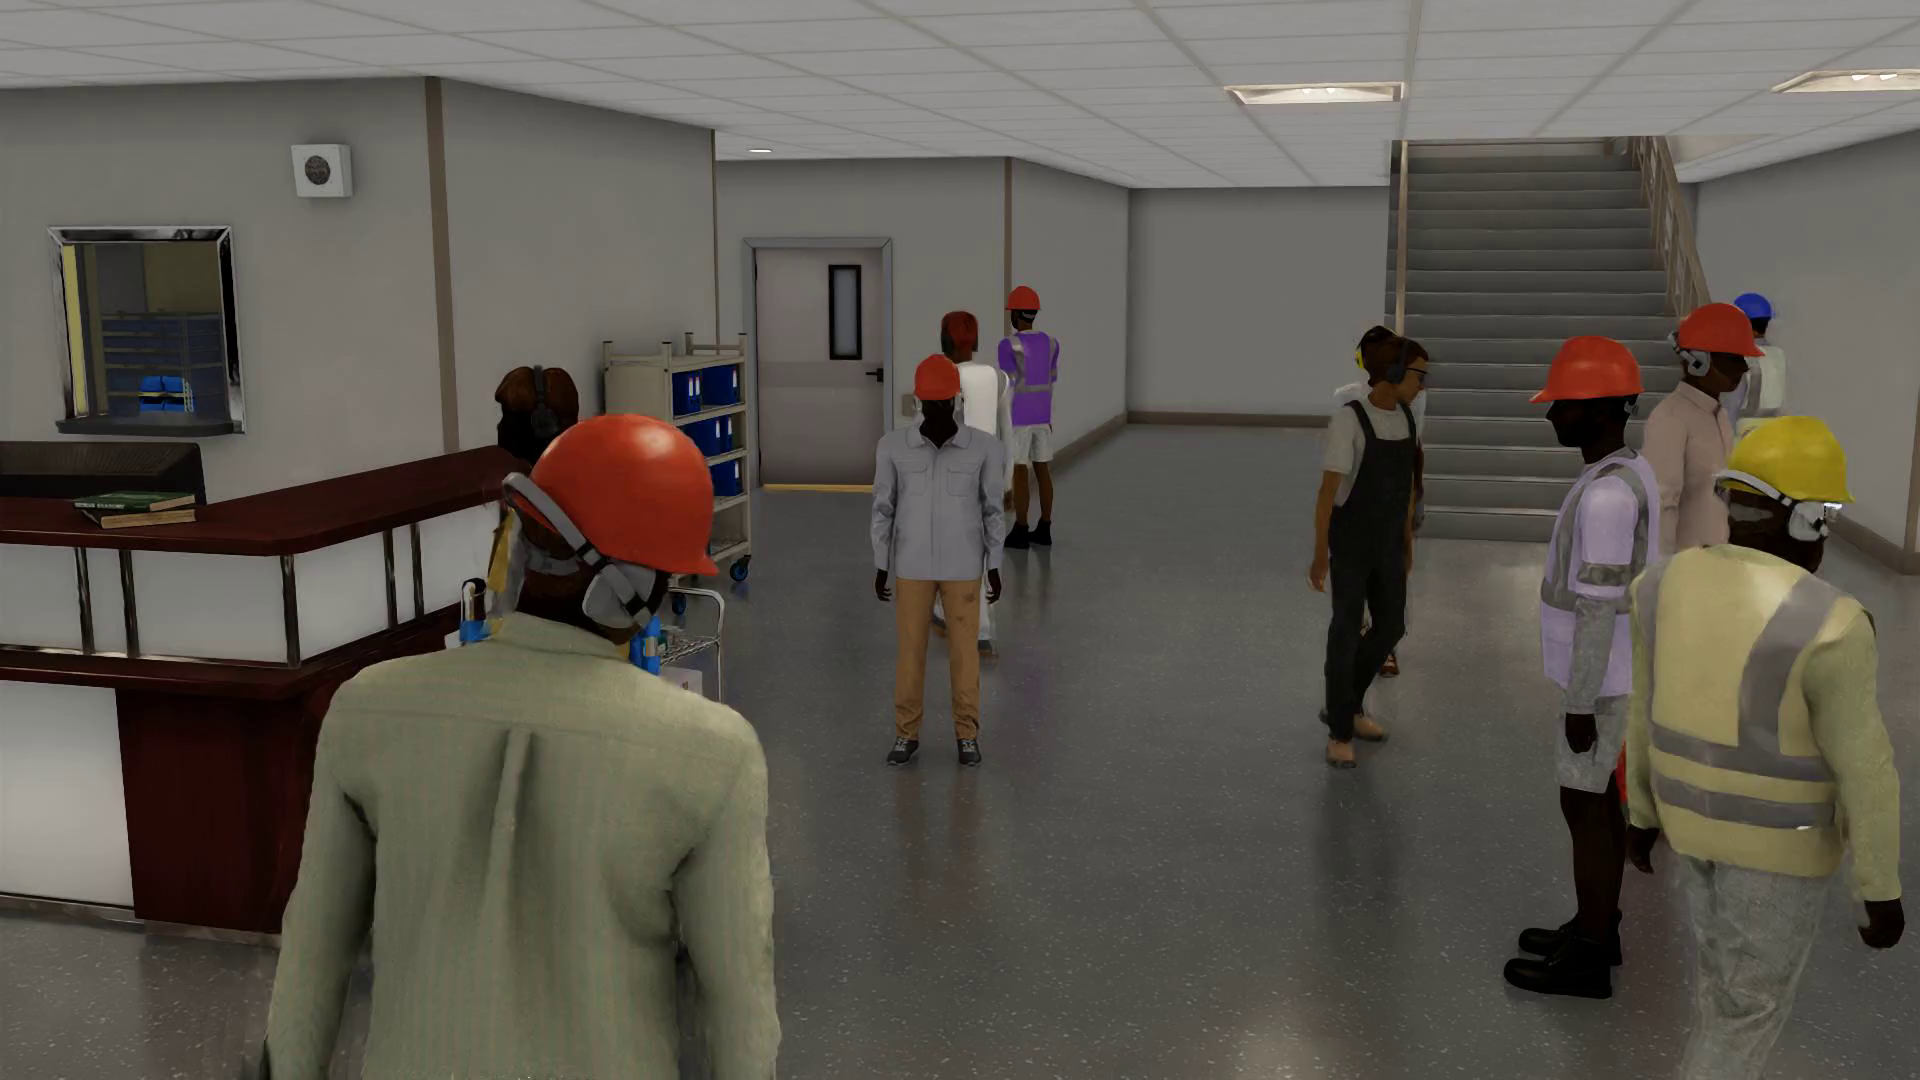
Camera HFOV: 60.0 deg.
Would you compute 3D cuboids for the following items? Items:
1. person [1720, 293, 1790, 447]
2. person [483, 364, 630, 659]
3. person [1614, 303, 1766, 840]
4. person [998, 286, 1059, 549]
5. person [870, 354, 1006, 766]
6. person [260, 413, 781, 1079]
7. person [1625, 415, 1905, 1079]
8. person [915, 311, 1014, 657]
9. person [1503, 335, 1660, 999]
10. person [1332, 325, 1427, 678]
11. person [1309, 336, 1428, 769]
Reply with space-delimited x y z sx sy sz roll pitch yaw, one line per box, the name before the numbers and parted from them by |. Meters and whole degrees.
person | 4.973 -0.596 10.546 0.621 1.927 0.584 -6 11 -32
person | -1.218 0.386 5.064 0.429 1.835 0.628 -3 10 -16
person | 2.722 0.116 6.207 0.414 1.985 0.625 8 13 40
person | 0.475 -0.902 12.319 0.543 1.939 0.370 -7 12 -37
person | -0.094 0.091 7.024 0.572 1.748 0.335 0 10 3
person | -0.588 0.820 2.187 0.689 1.945 0.651 0 10 0
person | 1.780 0.633 3.658 0.502 1.816 0.624 -4 10 -21
person | -0.075 -0.319 9.131 0.606 1.850 0.869 -8 13 -40
person | 1.820 0.373 4.858 0.377 1.931 0.545 5 11 26
person | 2.210 -0.245 8.871 0.543 1.810 1.004 1 10 7
person | 1.655 0.043 7.120 0.693 1.827 0.468 -5 11 -27
